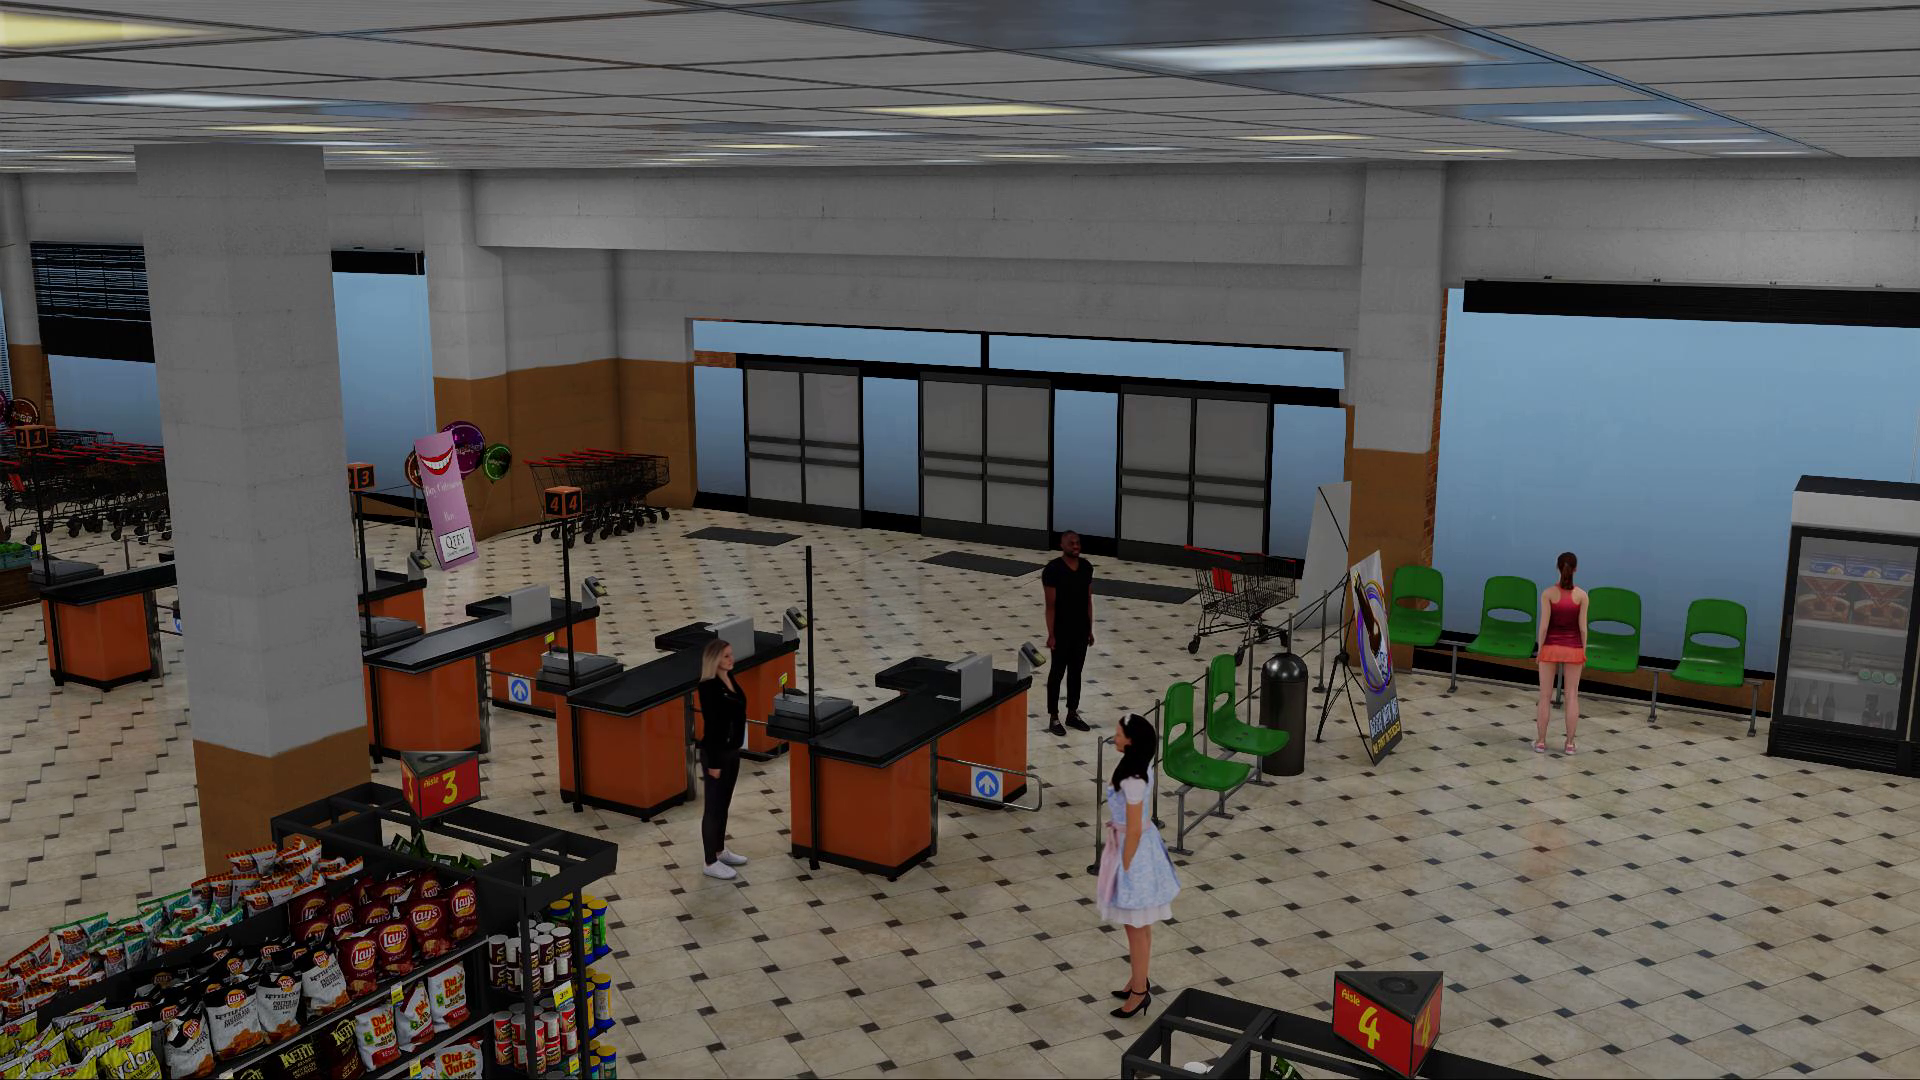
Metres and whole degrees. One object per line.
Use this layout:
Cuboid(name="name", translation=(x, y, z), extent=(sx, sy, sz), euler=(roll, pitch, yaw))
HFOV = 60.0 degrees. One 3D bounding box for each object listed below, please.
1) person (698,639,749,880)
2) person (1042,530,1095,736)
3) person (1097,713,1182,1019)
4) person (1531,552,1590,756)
Cuboid(name="person", translation=(-1.688, 1.515, 11.668), extent=(0.728, 1.685, 0.572), euler=(3, 12, 12))
Cuboid(name="person", translation=(0.957, 0.800, 14.732), extent=(0.682, 1.820, 0.810), euler=(-7, 14, -30))
Cuboid(name="person", translation=(1.005, 1.878, 9.621), extent=(0.857, 1.818, 0.767), euler=(2, 12, 11))
Cuboid(name="person", translation=(5.114, 0.956, 14.154), extent=(0.621, 1.753, 0.631), euler=(3, 12, 14))
